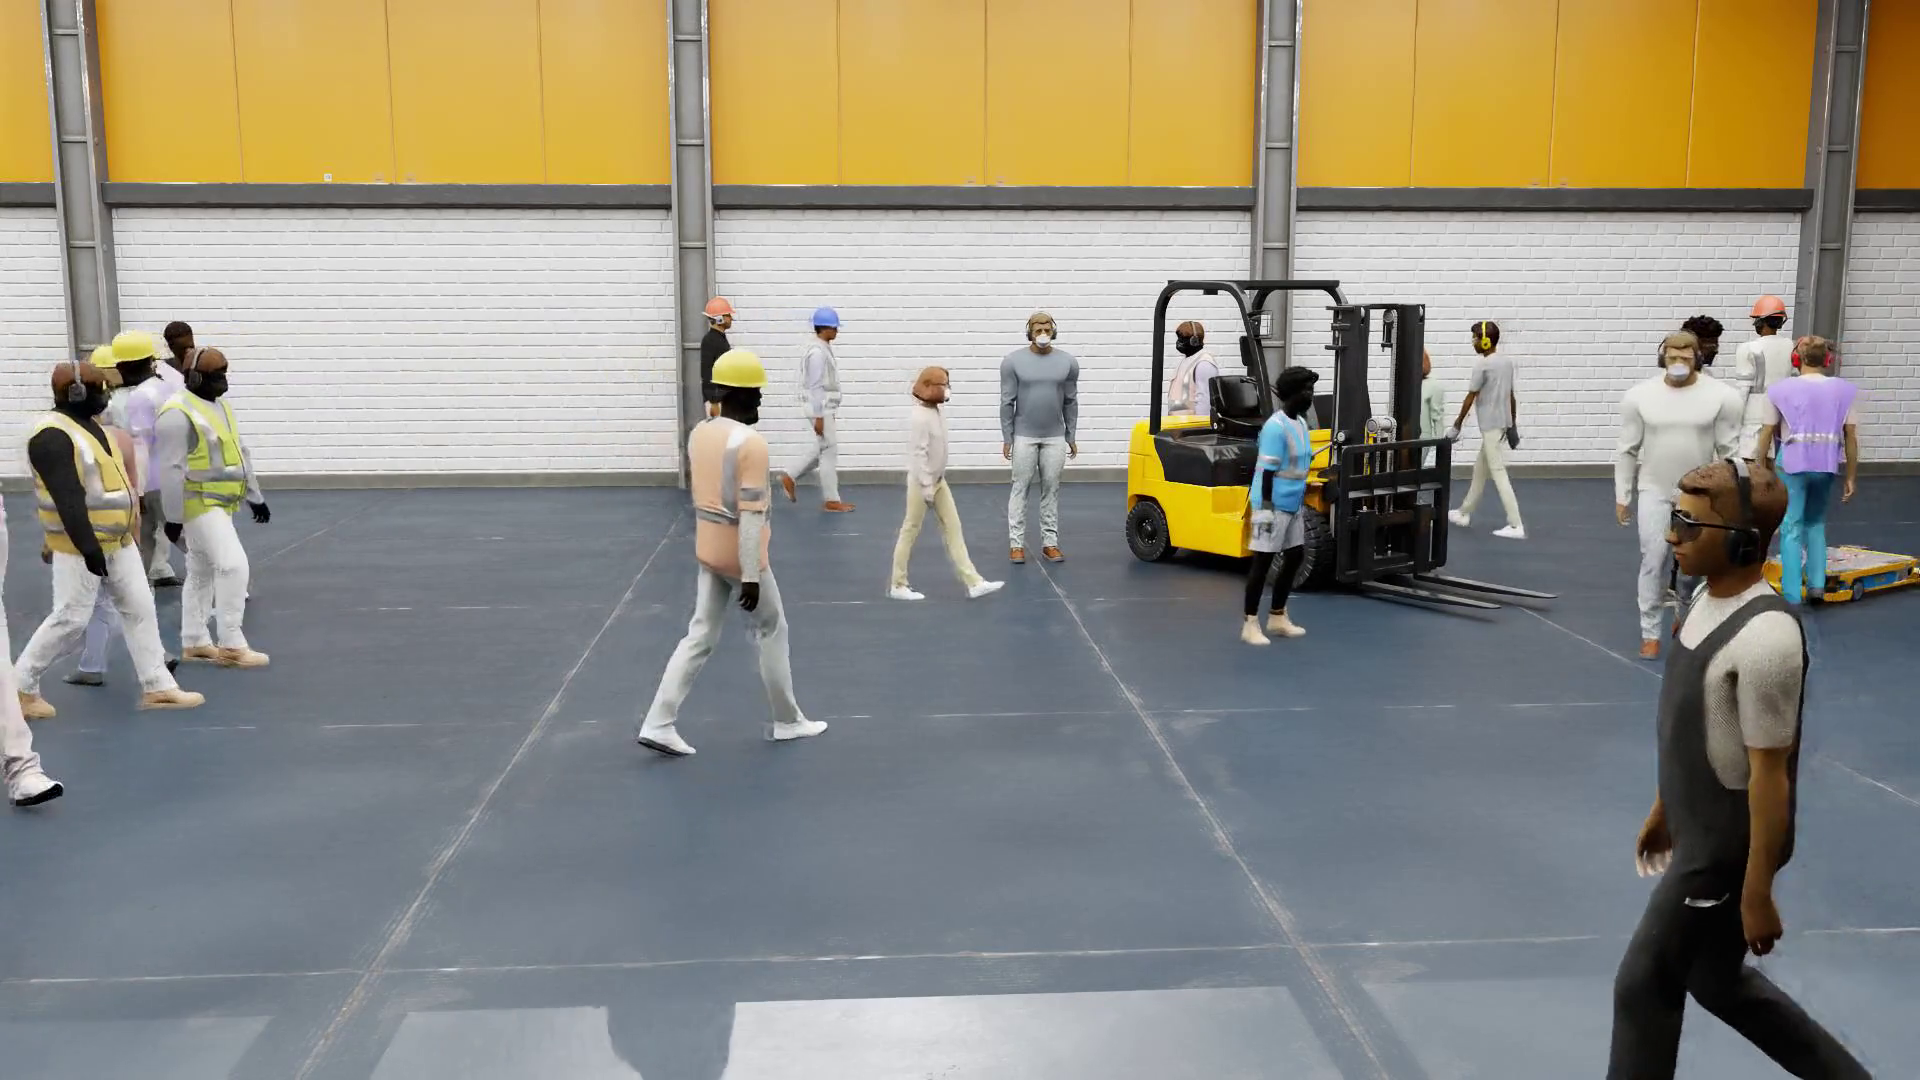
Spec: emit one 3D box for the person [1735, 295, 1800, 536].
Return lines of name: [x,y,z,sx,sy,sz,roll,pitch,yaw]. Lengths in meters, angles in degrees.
person: [6.772,-1.037,14.064,0.608,2.044,0.377,-2,9,-15]

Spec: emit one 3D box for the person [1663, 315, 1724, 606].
person: [4.876,-0.532,11.180,0.612,1.957,0.387,-7,11,-36]

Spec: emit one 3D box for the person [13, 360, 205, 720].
person: [-4.370,0.003,8.299,0.894,1.797,0.620,0,9,-2]

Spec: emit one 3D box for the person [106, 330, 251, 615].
person: [-5.105,-0.409,10.671,0.997,1.877,0.596,-2,9,-10]

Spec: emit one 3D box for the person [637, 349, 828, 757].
person: [-1.087,0.060,7.678,0.964,1.888,0.600,-8,12,-40]

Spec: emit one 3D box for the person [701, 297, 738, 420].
person: [-2.370,-1.391,16.426,0.378,1.995,0.622,1,9,4]

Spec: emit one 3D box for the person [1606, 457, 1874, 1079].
person: [1.817,0.706,3.852,0.842,1.818,0.517,2,9,15]

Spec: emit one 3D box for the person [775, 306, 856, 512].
person: [-1.358,-1.213,15.526,0.686,1.932,0.607,0,9,2]

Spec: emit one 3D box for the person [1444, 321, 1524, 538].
person: [4.438,-0.940,14.155,0.931,1.815,0.509,9,12,43]

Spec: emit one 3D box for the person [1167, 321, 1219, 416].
person: [1.967,-0.935,14.101,0.432,1.836,0.618,-2,9,-10]

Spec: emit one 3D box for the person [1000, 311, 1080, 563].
person: [0.615,-0.787,12.821,0.629,1.940,0.379,-2,9,-11]

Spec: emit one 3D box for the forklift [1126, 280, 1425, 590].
forklift: [2.301,-0.860,12.475,1.214,2.155,2.313,-6,11,-35]

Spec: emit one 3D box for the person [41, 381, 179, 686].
person: [-4.490,-0.041,8.764,0.814,1.739,0.521,2,9,14]

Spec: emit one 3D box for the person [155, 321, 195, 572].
person: [-5.519,-0.623,11.940,0.441,1.887,0.593,3,9,16]

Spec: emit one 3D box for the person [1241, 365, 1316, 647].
person: [1.925,-0.207,9.993,0.367,1.687,0.547,5,11,31]

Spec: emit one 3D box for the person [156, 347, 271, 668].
person: [-4.166,-0.179,9.403,0.695,1.814,0.641,-1,9,-6]

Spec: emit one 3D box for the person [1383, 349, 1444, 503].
person: [3.909,-0.868,14.350,0.719,1.605,0.503,-9,12,-43]

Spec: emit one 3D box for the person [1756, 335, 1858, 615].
person: [5.539,-0.424,10.909,0.576,1.825,0.521,1,9,5]

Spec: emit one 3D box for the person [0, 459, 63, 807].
person: [-4.129,0.214,6.781,0.950,1.867,0.646,7,11,37]

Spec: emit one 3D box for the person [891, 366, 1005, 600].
person: [-0.116,-0.364,11.203,0.830,1.592,0.528,4,10,22]

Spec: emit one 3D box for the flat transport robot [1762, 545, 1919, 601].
flat transport robot: [6.171,0.223,11.694,1.431,0.197,0.652,-6,11,-34]

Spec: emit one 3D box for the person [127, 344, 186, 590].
person: [-5.755,-0.504,11.472,0.707,1.807,0.590,-6,11,-31]

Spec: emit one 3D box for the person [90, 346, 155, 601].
person: [-5.656,-0.432,11.198,0.324,1.743,0.490,-4,10,-23]

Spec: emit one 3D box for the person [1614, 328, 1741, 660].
person: [4.097,-0.255,9.537,0.670,1.917,0.486,4,10,26]
